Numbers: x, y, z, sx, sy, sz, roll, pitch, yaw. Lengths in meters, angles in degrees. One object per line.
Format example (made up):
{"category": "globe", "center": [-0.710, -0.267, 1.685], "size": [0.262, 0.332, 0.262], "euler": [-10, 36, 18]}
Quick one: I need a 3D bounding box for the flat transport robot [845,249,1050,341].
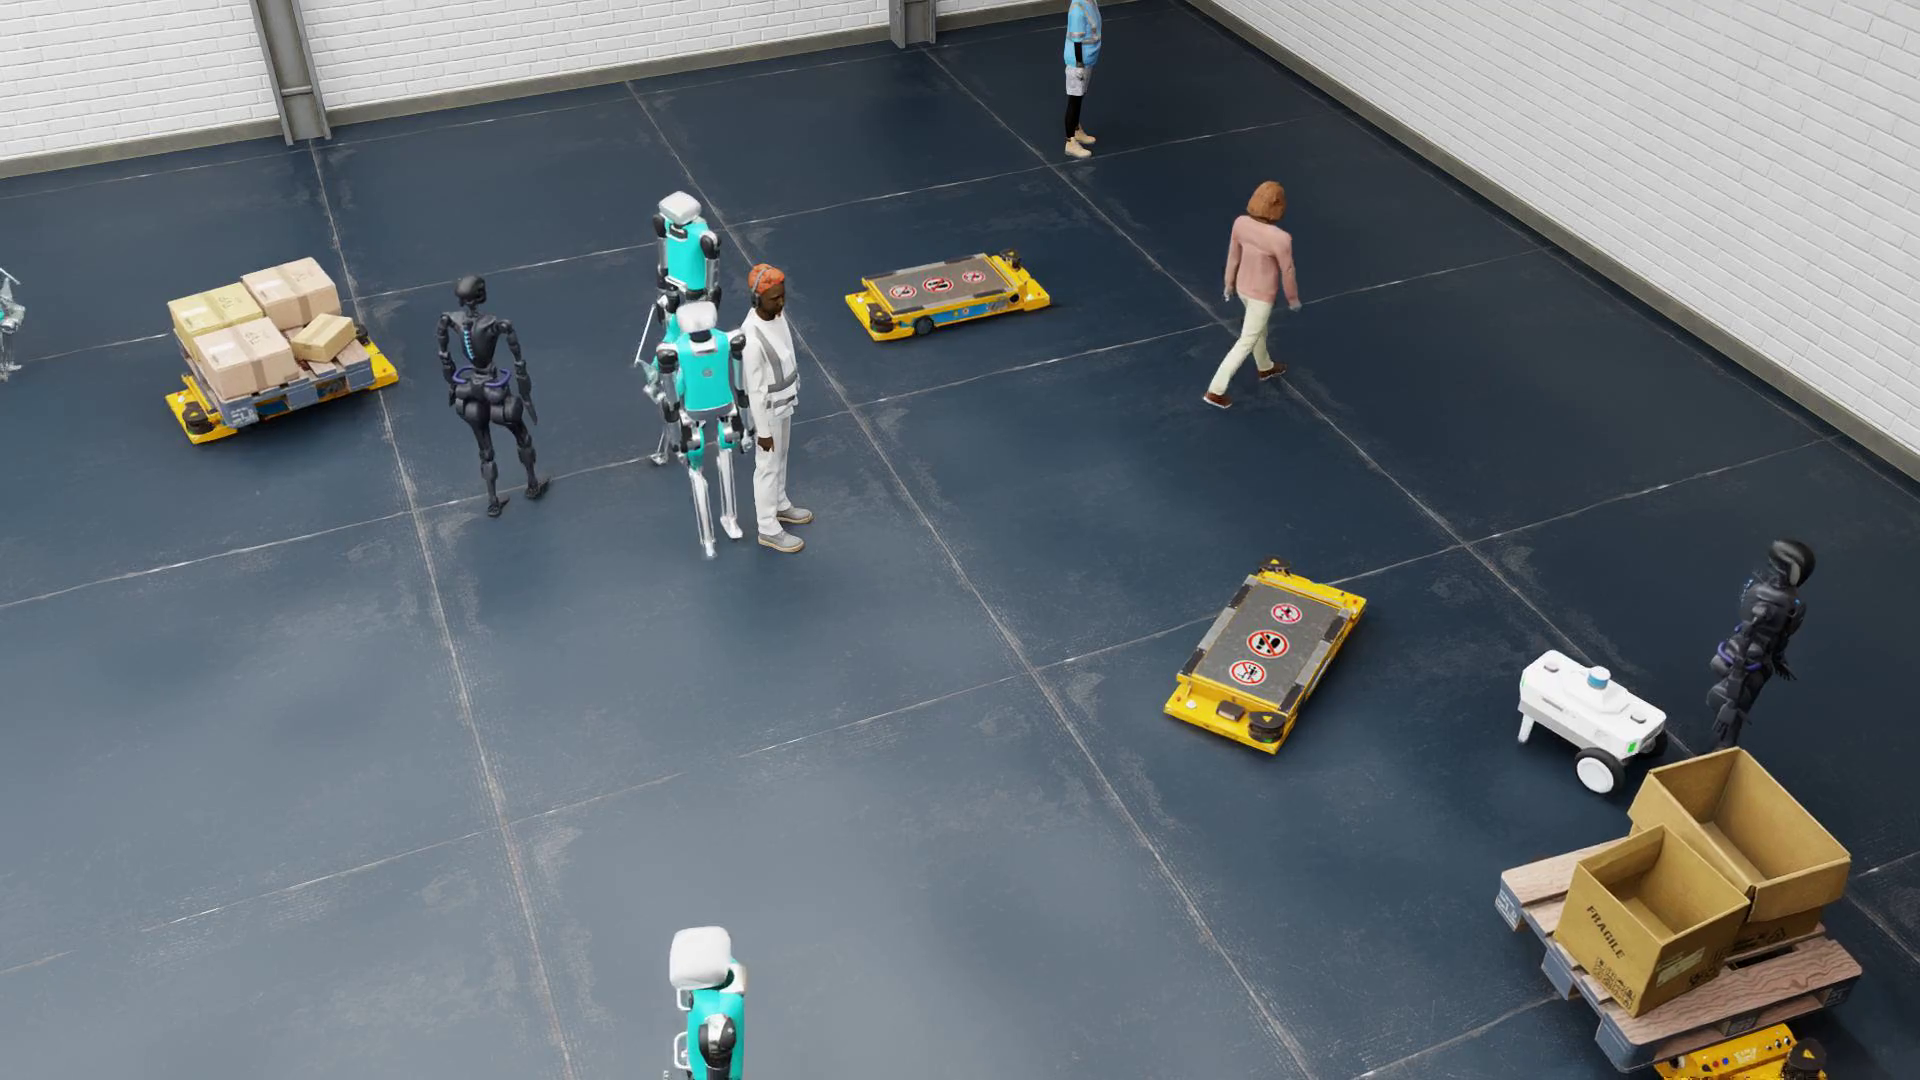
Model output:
{"category": "flat transport robot", "center": [-0.096, -1.873, 12.712], "size": [1.431, 0.231, 0.659], "euler": [-14, 40, -18]}

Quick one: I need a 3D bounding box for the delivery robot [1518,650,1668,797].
{"category": "delivery robot", "center": [3.352, 0.953, 8.814], "size": [0.510, 0.614, 0.785], "euler": [-28, 46, -31]}

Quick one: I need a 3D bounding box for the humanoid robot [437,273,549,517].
{"category": "humanoid robot", "center": [-2.933, -0.909, 10.312], "size": [0.593, 1.648, 0.442], "euler": [6, 38, 8]}

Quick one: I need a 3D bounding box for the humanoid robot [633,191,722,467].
{"category": "humanoid robot", "center": [-1.913, -1.279, 10.808], "size": [0.553, 1.883, 0.797], "euler": [25, 44, 28]}

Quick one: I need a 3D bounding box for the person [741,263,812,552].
{"category": "person", "center": [-1.122, -0.800, 9.990], "size": [0.341, 1.882, 0.584], "euler": [5, 38, 7]}

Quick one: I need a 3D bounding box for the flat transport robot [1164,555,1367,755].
{"category": "flat transport robot", "center": [1.763, 0.622, 9.464], "size": [0.659, 0.231, 1.431], "euler": [20, 42, 24]}

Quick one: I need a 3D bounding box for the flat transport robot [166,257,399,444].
{"category": "flat transport robot", "center": [-4.777, -1.110, 11.719], "size": [1.431, 0.231, 0.659], "euler": [-23, 43, -27]}

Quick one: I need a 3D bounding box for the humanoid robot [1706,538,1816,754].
{"category": "humanoid robot", "center": [3.924, 0.664, 8.249], "size": [0.601, 1.654, 0.329], "euler": [-31, 47, -34]}

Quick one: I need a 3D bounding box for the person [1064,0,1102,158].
{"category": "person", "center": [1.075, -4.221, 14.593], "size": [0.318, 1.699, 0.535], "euler": [8, 38, 10]}

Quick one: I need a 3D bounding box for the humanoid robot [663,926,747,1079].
{"category": "humanoid robot", "center": [-1.063, 2.137, 6.286], "size": [1.028, 1.732, 0.562], "euler": [-5, 38, -7]}

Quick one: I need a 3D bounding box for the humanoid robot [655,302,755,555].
{"category": "humanoid robot", "center": [-1.532, -0.716, 9.986], "size": [0.545, 1.771, 0.708], "euler": [-12, 39, -15]}

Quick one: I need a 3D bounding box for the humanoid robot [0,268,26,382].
{"category": "humanoid robot", "center": [-6.900, -1.881, 11.528], "size": [0.714, 1.781, 0.537], "euler": [-5, 38, -6]}

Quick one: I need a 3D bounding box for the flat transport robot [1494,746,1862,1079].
{"category": "flat transport robot", "center": [3.249, 1.985, 7.690], "size": [0.659, 0.231, 1.431], "euler": [-12, 39, -15]}

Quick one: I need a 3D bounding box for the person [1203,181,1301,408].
{"category": "person", "center": [2.006, -1.687, 11.378], "size": [0.846, 1.593, 0.510], "euler": [-22, 43, -26]}
